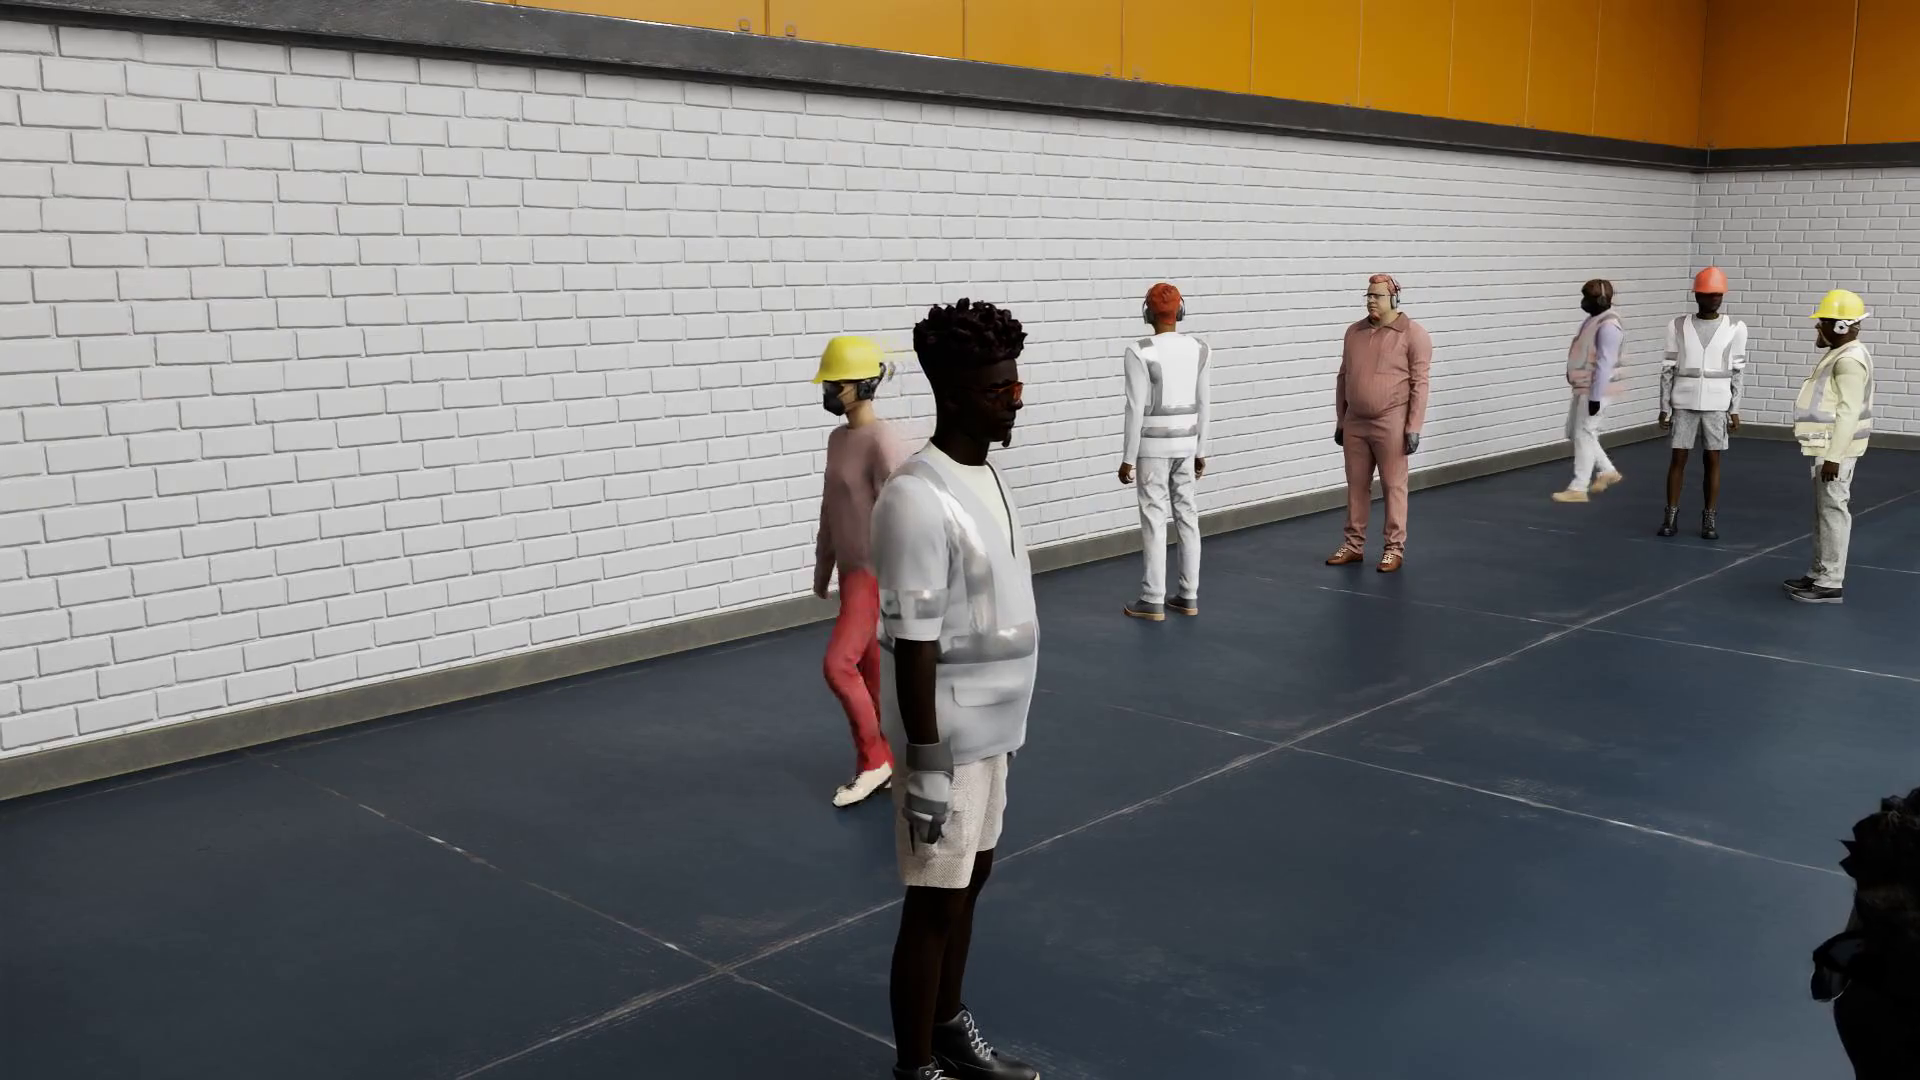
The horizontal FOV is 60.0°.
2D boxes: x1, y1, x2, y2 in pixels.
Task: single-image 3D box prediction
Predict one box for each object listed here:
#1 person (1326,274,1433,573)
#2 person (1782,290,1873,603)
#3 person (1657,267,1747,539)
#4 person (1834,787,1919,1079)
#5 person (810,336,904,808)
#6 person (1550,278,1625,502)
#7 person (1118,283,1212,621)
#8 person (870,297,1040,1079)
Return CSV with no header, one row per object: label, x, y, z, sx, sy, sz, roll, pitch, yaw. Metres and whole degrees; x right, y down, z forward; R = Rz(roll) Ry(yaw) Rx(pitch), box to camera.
person,2.686,-0.751,10.737,0.638,1.910,0.407,10,14,44
person,5.114,-0.547,9.786,0.403,1.833,0.591,4,11,21
person,5.298,-0.971,11.905,0.552,1.937,0.358,5,11,24
person,0.742,1.014,1.285,0.532,1.697,0.322,-5,11,-27
person,-0.406,0.125,6.169,0.484,1.747,0.556,-5,11,-25
person,5.164,-1.218,13.615,0.526,1.829,0.665,2,10,10
person,1.145,-0.490,9.323,0.577,1.881,0.349,-5,11,-28
person,0.002,0.428,3.851,0.361,1.964,0.617,3,10,16
